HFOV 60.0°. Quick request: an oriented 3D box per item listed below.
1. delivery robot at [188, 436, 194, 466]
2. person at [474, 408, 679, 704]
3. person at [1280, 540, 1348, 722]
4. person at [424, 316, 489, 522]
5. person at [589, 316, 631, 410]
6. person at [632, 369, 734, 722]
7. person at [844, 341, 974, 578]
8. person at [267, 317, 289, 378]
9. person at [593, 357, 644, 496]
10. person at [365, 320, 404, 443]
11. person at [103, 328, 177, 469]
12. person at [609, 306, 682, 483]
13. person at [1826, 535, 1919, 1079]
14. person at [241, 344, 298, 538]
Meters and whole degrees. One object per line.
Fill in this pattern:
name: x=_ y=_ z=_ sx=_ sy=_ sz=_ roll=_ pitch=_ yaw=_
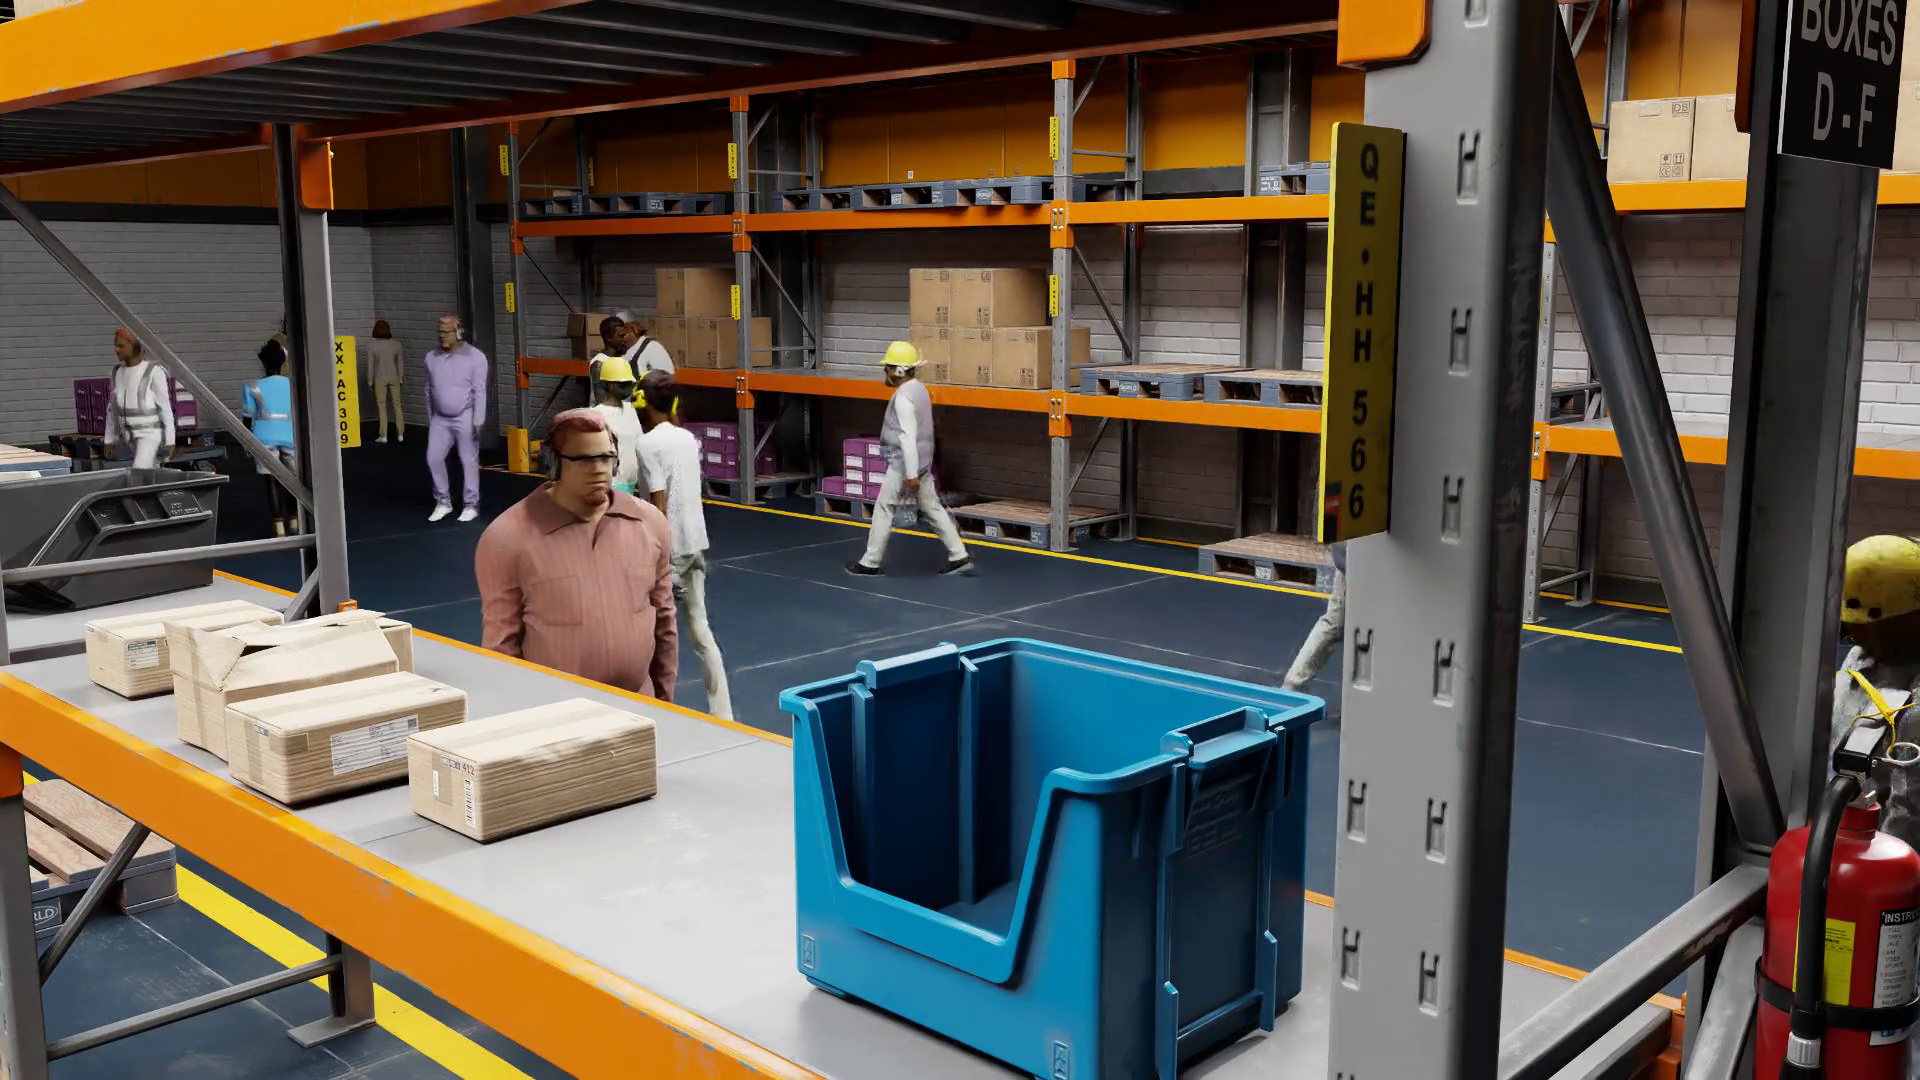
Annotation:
delivery robot: x=-8.942 y=-1.049 z=18.700 sx=0.707 sy=0.478 sz=0.477 roll=0 pitch=9 yaw=2
person: x=-1.157 y=0.537 z=5.182 sx=0.636 sy=1.899 sz=0.396 roll=-7 pitch=12 yaw=-37
person: x=2.033 y=0.077 z=8.346 sx=0.945 sy=1.786 sz=0.613 roll=1 pitch=9 yaw=7
person: x=-4.619 y=-1.084 z=15.145 sx=0.647 sy=1.889 sz=0.584 roll=1 pitch=9 yaw=9
person: x=-2.921 y=-0.905 z=13.930 sx=0.391 sy=1.920 sz=0.587 roll=1 pitch=9 yaw=4
person: x=-1.409 y=0.083 z=8.155 sx=0.763 sy=1.824 sz=0.534 roll=5 pitch=10 yaw=27
person: x=-0.355 y=-0.588 z=12.419 sx=0.958 sy=1.791 sz=0.592 roll=3 pitch=10 yaw=15
person: x=-7.875 y=-1.766 z=19.516 sx=0.577 sy=1.822 sz=0.641 roll=4 pitch=10 yaw=24
person: x=-2.374 y=-0.397 z=11.408 sx=0.884 sy=1.728 sz=0.531 roll=3 pitch=10 yaw=20
person: x=-7.671 y=-2.113 z=22.209 sx=0.498 sy=1.634 sz=0.284 roll=-7 pitch=12 yaw=-36
person: x=-6.918 y=-0.869 z=13.999 sx=0.605 sy=1.828 sz=1.008 roll=4 pitch=10 yaw=25
person: x=-2.893 y=-1.156 z=15.101 sx=0.780 sy=2.000 sz=0.716 roll=-8 pitch=12 yaw=-41
person: x=2.171 y=0.816 z=4.024 sx=0.442 sy=1.699 sz=0.542 roll=1 pitch=9 yaw=9
person: x=-5.906 y=-0.855 z=14.390 sx=0.545 sy=1.669 sz=0.716 roll=-5 pitch=10 yaw=-27
